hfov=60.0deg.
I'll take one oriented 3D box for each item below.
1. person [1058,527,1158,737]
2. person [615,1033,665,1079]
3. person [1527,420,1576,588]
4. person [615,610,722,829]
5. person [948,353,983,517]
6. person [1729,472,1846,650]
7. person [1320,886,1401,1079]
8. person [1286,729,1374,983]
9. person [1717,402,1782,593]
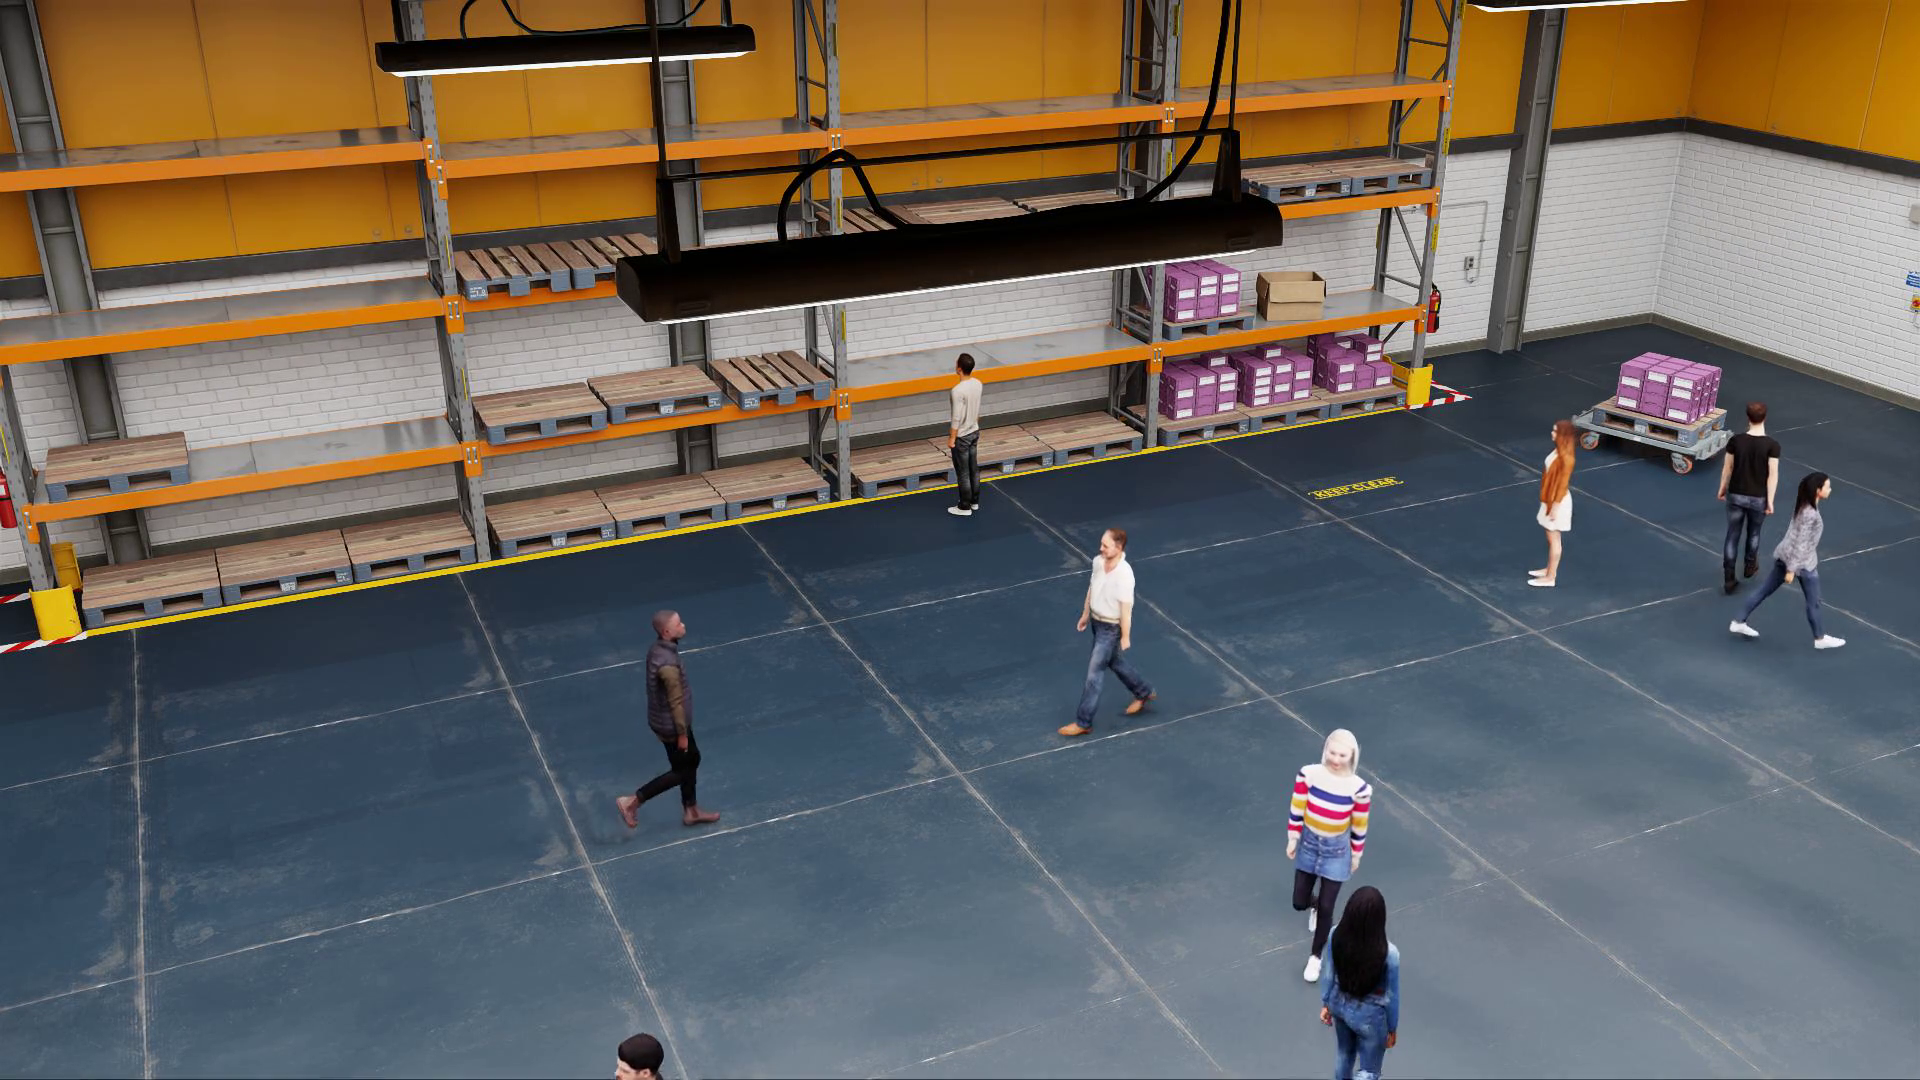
[{"bbox_3d":[1.308,0.717,13.773,1.220,1.822,0.772,-8,25,-17],"label":"person"},{"bbox_3d":[-1.389,3.149,8.148,0.981,1.870,0.714,-12,26,-26],"label":"person"},{"bbox_3d":[5.909,-0.381,16.410,0.749,1.722,0.710,5,24,11],"label":"person"},{"bbox_3d":[-2.202,1.377,12.275,1.071,1.813,0.838,-5,24,-12],"label":"person"},{"bbox_3d":[0.067,-1.155,18.068,0.795,1.812,0.674,15,28,31],"label":"person"},{"bbox_3d":[7.502,0.197,15.144,1.253,1.677,1.122,6,24,13],"label":"person"},{"bbox_3d":[2.189,2.734,9.320,0.822,1.693,1.025,20,30,38],"label":"person"},{"bbox_3d":[2.406,1.995,10.877,0.921,1.798,1.001,11,26,25],"label":"person"},{"bbox_3d":[7.656,-0.380,16.233,1.018,1.862,1.161,16,28,32],"label":"person"}]
